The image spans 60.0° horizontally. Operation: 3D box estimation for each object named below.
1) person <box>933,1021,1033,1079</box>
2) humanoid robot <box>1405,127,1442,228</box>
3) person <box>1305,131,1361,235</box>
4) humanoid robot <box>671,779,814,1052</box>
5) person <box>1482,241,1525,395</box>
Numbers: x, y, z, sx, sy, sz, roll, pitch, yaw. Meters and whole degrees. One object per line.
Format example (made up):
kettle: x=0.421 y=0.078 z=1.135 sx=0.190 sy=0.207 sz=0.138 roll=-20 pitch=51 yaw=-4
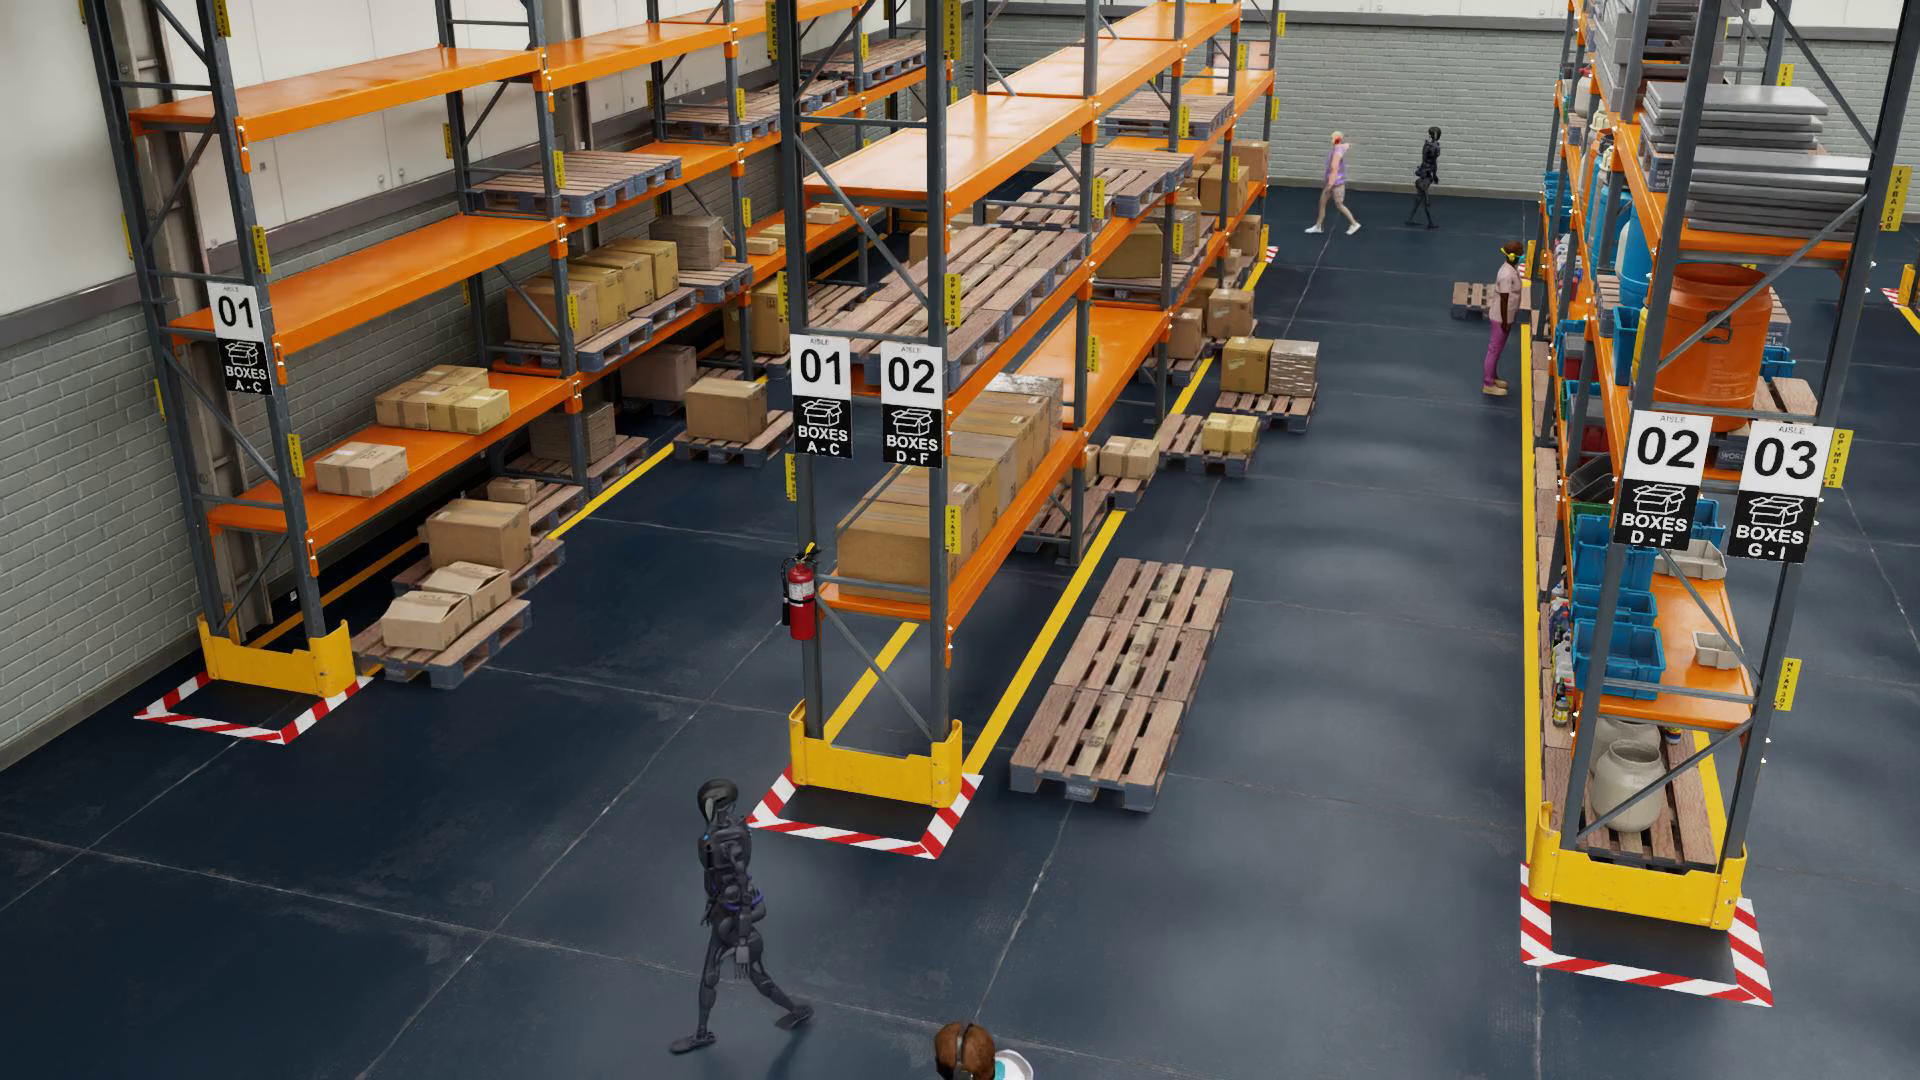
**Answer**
person: x=-0.048 y=2.723 z=6.885 sx=0.657 sy=1.827 sz=0.659 roll=11 pitch=26 yaw=24
humanoid robot: x=7.668 y=-5.933 z=27.173 sx=0.690 sy=1.631 sz=0.608 roll=17 pitch=28 yaw=34
person: x=6.057 y=-5.710 z=26.660 sx=0.836 sy=1.662 sz=0.497 roll=3 pitch=24 yaw=7
humanoid robot: x=-1.192 y=2.001 z=8.835 sx=0.790 sy=1.636 sz=0.612 roll=-11 pitch=26 yaw=-25
person: x=6.285 y=-2.573 z=19.220 sx=0.333 sy=1.795 sz=0.521 roll=9 pitch=25 yaw=20
